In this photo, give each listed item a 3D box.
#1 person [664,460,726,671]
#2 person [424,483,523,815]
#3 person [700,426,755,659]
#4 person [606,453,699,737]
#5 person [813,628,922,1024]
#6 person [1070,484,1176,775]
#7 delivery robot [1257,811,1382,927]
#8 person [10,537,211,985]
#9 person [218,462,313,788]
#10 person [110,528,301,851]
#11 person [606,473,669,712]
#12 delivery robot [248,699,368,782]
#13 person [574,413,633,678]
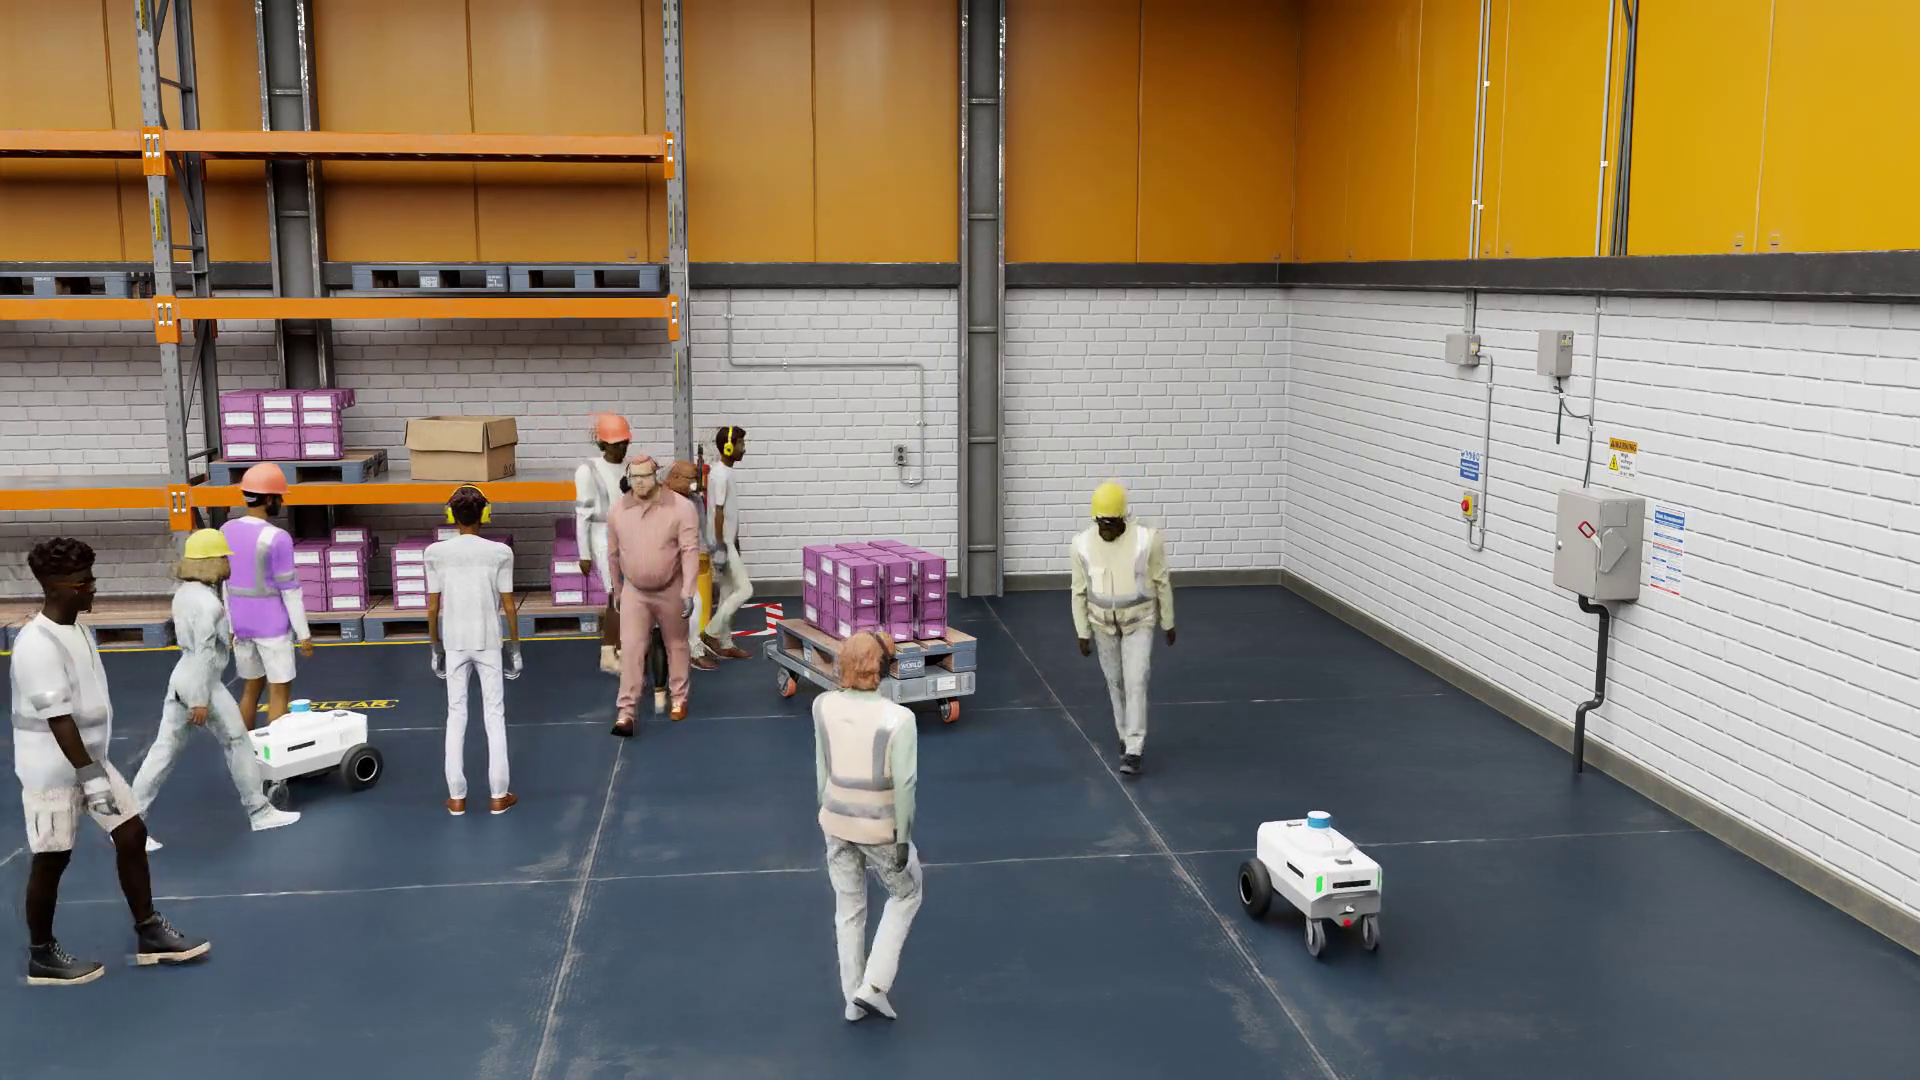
[{"bbox_3d":[-2.045,0.190,12.758,0.691,1.601,0.500,4,10,21],"label":"person"},{"bbox_3d":[-2.723,0.614,9.348,0.511,1.863,0.332,-1,9,-6],"label":"person"},{"bbox_3d":[-1.801,0.038,12.977,0.392,1.853,0.550,-2,9,-10],"label":"person"},{"bbox_3d":[-2.029,0.360,10.965,0.655,1.854,1.005,0,9,2],"label":"person"},{"bbox_3d":[-0.370,1.157,6.696,0.518,1.625,0.365,5,10,28],"label":"person"},{"bbox_3d":[0.967,0.534,10.144,0.648,1.766,0.849,3,10,19],"label":"person"},{"bbox_3d":[1.642,1.490,7.635,0.477,0.478,0.707,-3,9,-13],"label":"delivery robot"},{"bbox_3d":[-3.630,0.945,7.063,0.831,1.934,0.613,-1,9,-6],"label":"person"},{"bbox_3d":[-4.109,0.501,9.842,0.565,1.930,0.378,4,10,26],"label":"person"},{"bbox_3d":[-4.071,0.784,8.814,0.934,1.693,0.487,-9,13,-44],"label":"person"},{"bbox_3d":[-2.202,0.336,11.715,0.544,1.638,0.906,-2,9,-10],"label":"person"},{"bbox_3d":[-3.813,1.170,9.650,0.477,0.478,0.707,6,11,34],"label":"delivery robot"},{"bbox_3d":[-2.490,0.058,12.369,0.782,1.998,0.641,7,11,36],"label":"person"}]
